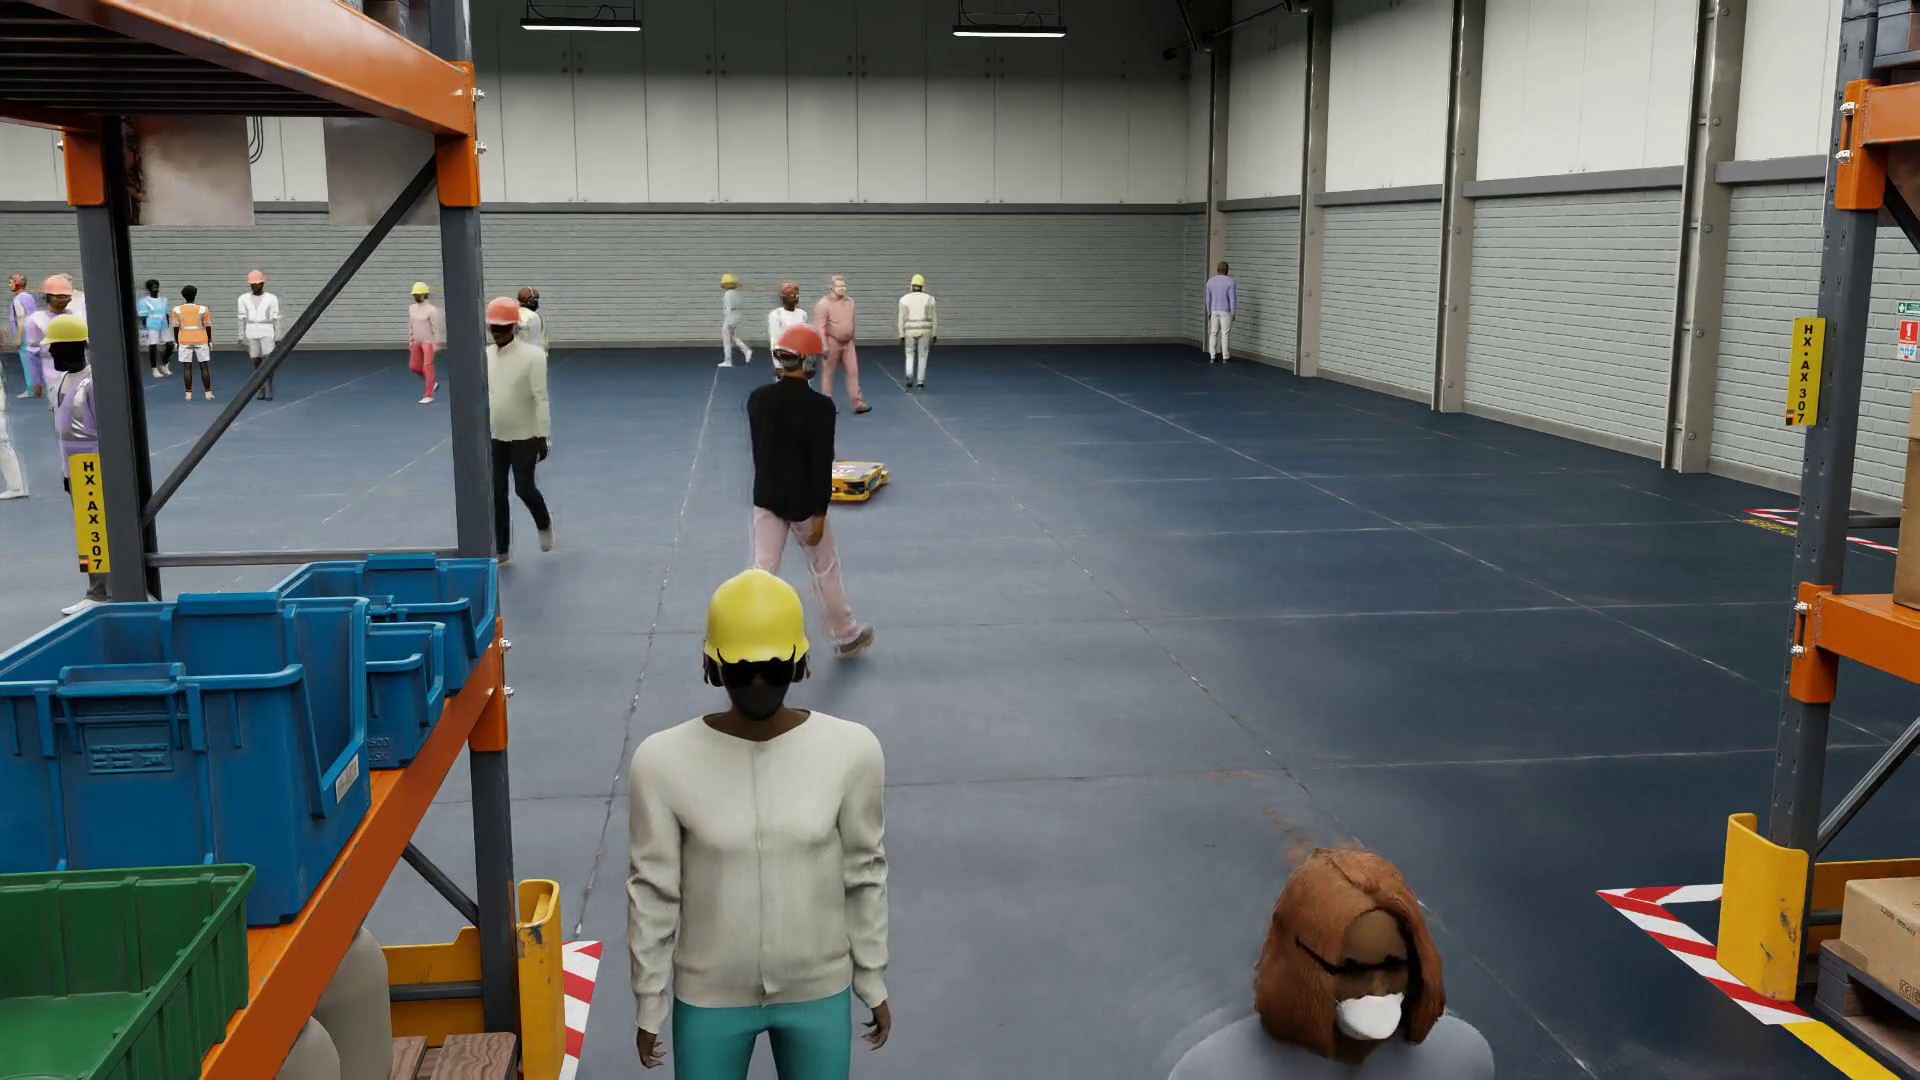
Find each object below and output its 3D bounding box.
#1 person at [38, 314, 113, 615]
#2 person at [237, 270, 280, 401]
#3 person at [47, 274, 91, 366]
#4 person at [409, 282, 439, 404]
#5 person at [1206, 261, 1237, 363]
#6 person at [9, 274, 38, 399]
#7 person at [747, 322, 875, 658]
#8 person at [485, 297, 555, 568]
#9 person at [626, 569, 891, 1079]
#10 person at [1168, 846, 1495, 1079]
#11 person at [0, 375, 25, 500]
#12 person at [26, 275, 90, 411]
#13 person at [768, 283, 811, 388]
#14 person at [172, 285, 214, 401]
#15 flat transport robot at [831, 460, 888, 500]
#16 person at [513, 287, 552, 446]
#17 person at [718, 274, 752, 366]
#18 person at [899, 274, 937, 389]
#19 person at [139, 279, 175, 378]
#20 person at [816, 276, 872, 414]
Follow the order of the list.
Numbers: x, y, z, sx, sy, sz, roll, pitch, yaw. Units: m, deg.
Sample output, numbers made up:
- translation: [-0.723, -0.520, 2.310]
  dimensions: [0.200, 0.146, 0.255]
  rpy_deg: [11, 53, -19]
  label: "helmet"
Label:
- translation: [-5.492, -0.447, 10.436]
  dimensions: [0.594, 1.925, 0.377]
  rpy_deg: [9, 14, 40]
  label: "person"
- translation: [-10.305, -2.989, 24.423]
  dimensions: [0.566, 1.911, 0.758]
  rpy_deg: [-2, 11, -10]
  label: "person"
- translation: [-12.731, -2.858, 23.805]
  dimensions: [0.662, 1.877, 0.728]
  rpy_deg: [-1, 10, -8]
  label: "person"
- translation: [-7.760, -2.860, 24.120]
  dimensions: [0.551, 1.751, 0.427]
  rpy_deg: [5, 12, 27]
  label: "person"
- translation: [4.985, -4.340, 31.744]
  dimensions: [0.629, 1.940, 0.379]
  rpy_deg: [8, 13, 38]
  label: "person"
- translation: [-13.964, -3.038, 24.849]
  dimensions: [0.389, 1.850, 0.567]
  rpy_deg: [-3, 11, -14]
  label: "person"
- translation: [-0.898, -0.224, 9.196]
  dimensions: [0.614, 1.940, 1.042]
  rpy_deg: [6, 12, 28]
  label: "person"
- translation: [-3.248, -0.784, 12.136]
  dimensions: [0.659, 1.982, 0.596]
  rpy_deg: [3, 11, 16]
  label: "person"
- translation: [-0.398, 0.923, 3.374]
  dimensions: [0.534, 1.765, 0.324]
  rpy_deg: [-2, 11, -12]
  label: "person"
- translation: [0.511, 1.182, 2.430]
  dimensions: [0.518, 1.590, 0.861]
  rpy_deg: [-2, 10, -9]
  label: "person"
- translation: [-8.986, -1.150, 15.137]
  dimensions: [0.770, 1.606, 0.536]
  rpy_deg: [-5, 11, -26]
  label: "person"
- translation: [-8.951, -1.637, 16.724]
  dimensions: [0.800, 2.016, 0.628]
  rpy_deg: [9, 14, 42]
  label: "person"
- translation: [-1.917, -2.050, 19.403]
  dimensions: [0.602, 1.854, 0.820]
  rpy_deg: [-9, 14, -42]
  label: "person"
- translation: [-11.301, -2.901, 24.515]
  dimensions: [0.538, 1.695, 0.319]
  rpy_deg: [-4, 11, -19]
  label: "person"
- translation: [-1.107, -0.568, 15.641]
  dimensions: [0.652, 0.197, 1.431]
  rpy_deg: [1, 10, 7]
  label: "flat transport robot"
- translation: [-4.947, -1.983, 19.132]
  dimensions: [0.430, 1.838, 0.632]
  rpy_deg: [-9, 13, -39]
  label: "person"
- translation: [-4.207, -4.081, 30.899]
  dimensions: [0.555, 1.726, 0.498]
  rpy_deg: [3, 11, 17]
  label: "person"
- translation: [-0.660, -3.285, 26.297]
  dimensions: [0.596, 1.812, 0.434]
  rpy_deg: [1, 10, 3]
  label: "person"
- translation: [-13.717, -3.610, 28.423]
  dimensions: [0.426, 1.680, 0.555]
  rpy_deg: [6, 12, 30]
  label: "person"
- translation: [-1.585, -2.615, 22.465]
  dimensions: [0.682, 1.867, 0.909]
  rpy_deg: [-8, 13, -38]
  label: "person"
